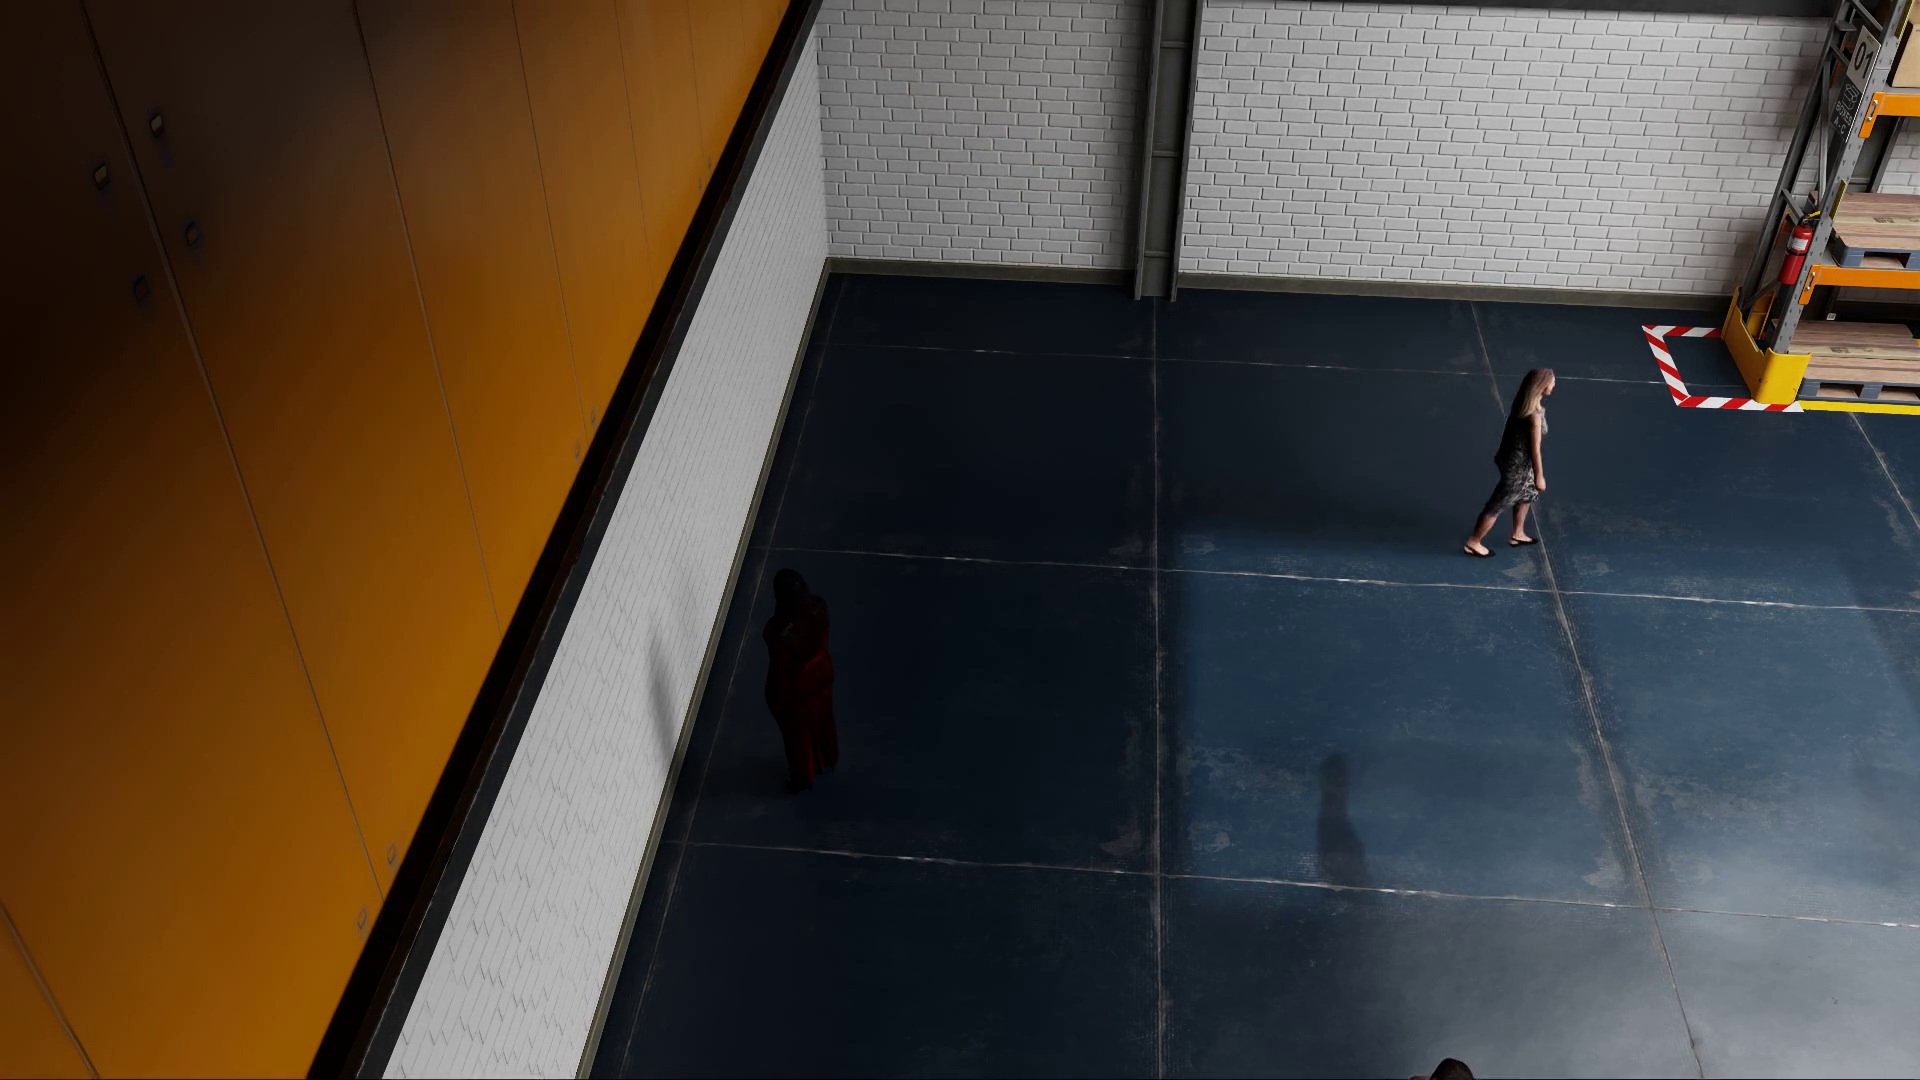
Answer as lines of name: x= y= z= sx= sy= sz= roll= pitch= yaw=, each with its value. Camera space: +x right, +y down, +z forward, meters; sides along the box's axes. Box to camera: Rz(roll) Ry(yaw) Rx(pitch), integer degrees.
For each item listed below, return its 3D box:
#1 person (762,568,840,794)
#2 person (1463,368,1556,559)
person: x=-0.994 y=0.888 z=10.473 sx=0.800 sy=1.756 sz=0.775 roll=26 pitch=45 yaw=28
person: x=4.011 y=-0.538 z=12.320 sx=0.804 sy=1.679 sz=0.569 roll=4 pitch=39 yaw=6
